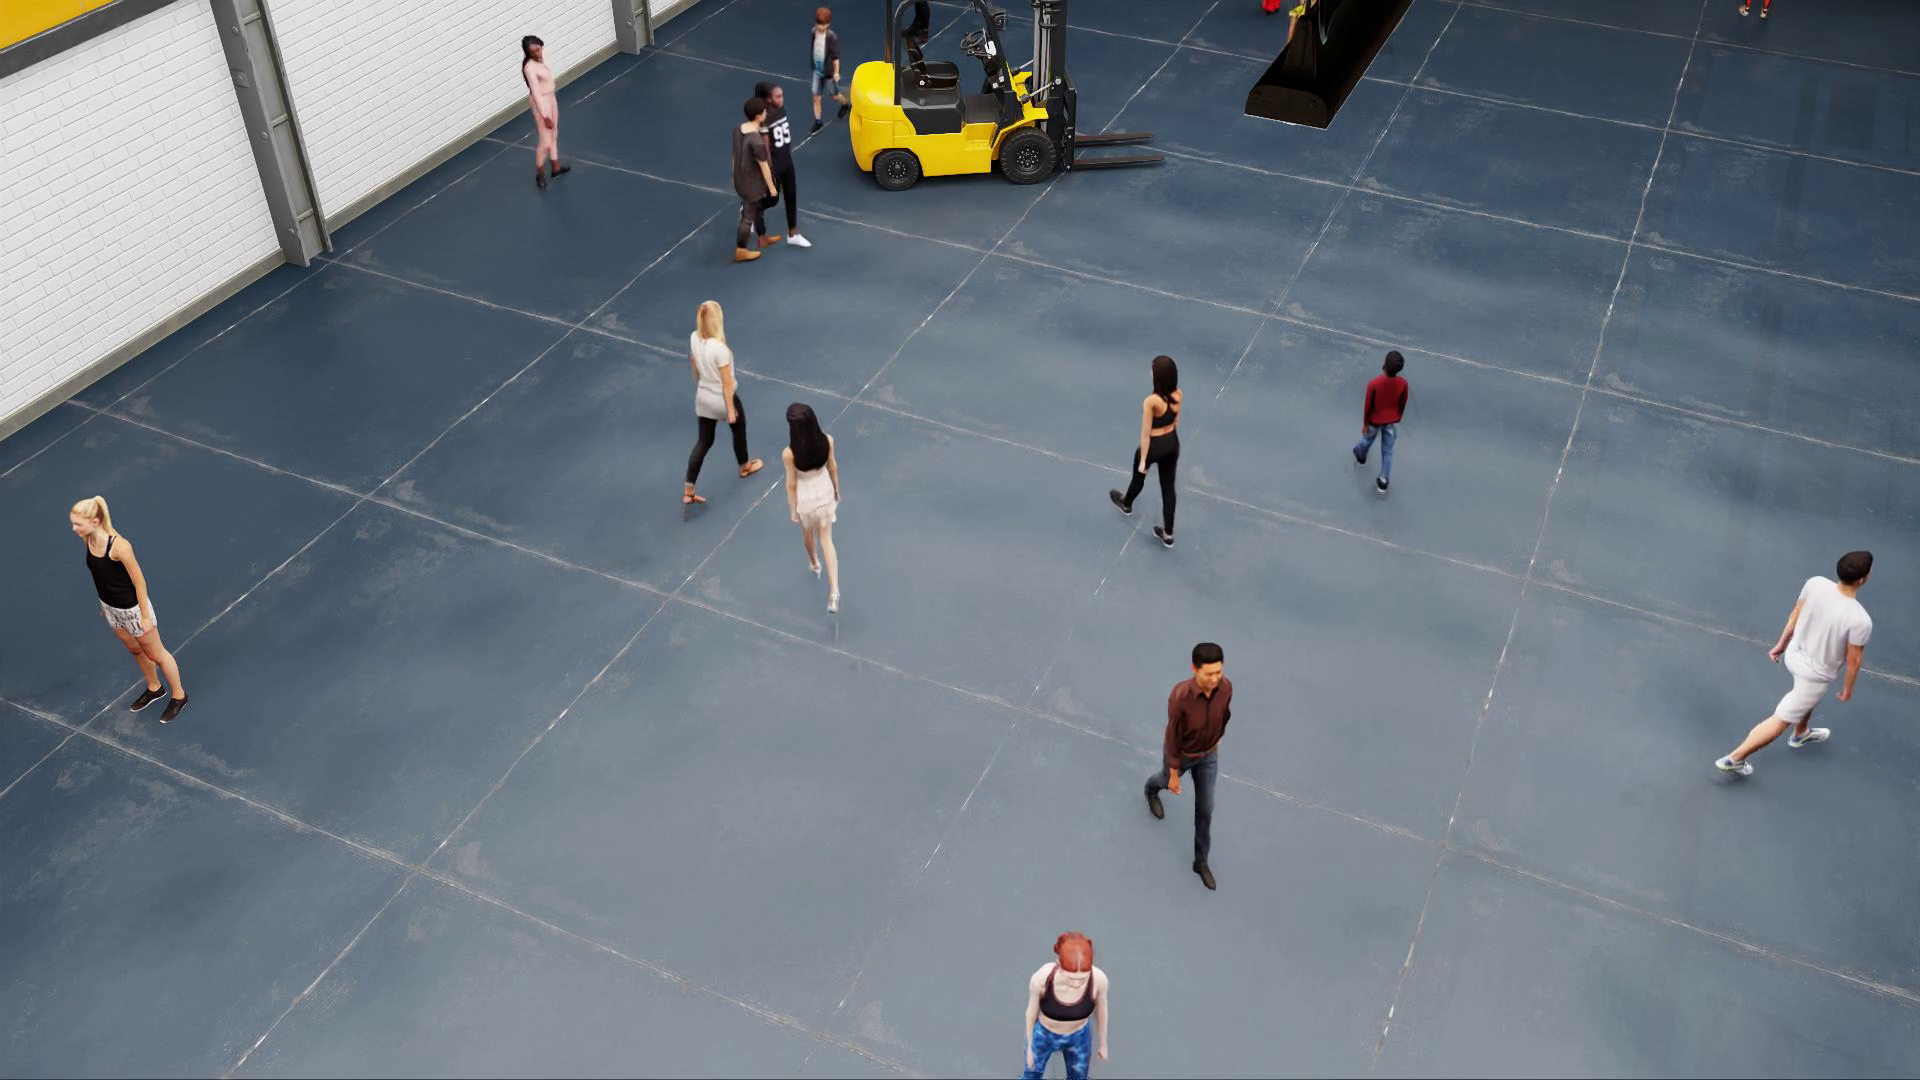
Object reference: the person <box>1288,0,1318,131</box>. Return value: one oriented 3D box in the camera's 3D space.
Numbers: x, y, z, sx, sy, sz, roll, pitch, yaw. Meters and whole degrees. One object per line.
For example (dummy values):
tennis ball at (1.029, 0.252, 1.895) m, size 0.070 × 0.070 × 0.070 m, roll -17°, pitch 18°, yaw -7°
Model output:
person at (3.978, -5.605, 19.114) m, size 0.938 × 1.639 × 1.126 m, roll 5°, pitch 39°, yaw 6°

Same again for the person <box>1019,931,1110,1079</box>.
person at (0.529, 2.629, 8.696) m, size 0.788 × 1.774 × 0.804 m, roll -1°, pitch 39°, yaw -2°

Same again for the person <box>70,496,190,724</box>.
person at (-5.693, 0.440, 11.370) m, size 0.595 × 1.846 × 0.521 m, roll 17°, pitch 42°, yaw 20°

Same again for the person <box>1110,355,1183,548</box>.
person at (1.590, -0.647, 12.917) m, size 0.996 × 1.615 × 0.988 m, roll -19°, pitch 42°, yaw -22°

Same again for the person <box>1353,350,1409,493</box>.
person at (3.481, -0.958, 13.612) m, size 0.760 × 1.234 × 0.950 m, roll -1°, pitch 39°, yaw -2°

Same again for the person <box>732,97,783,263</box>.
person at (-2.149, -3.538, 16.480) m, size 0.958 × 1.686 × 0.869 m, roll -21°, pitch 43°, yaw -24°

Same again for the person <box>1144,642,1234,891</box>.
person at (1.386, 1.282, 10.400) m, size 1.131 × 1.741 × 1.208 m, roll -12°, pitch 40°, yaw -14°

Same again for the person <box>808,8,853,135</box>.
person at (-1.495, -5.393, 19.013) m, size 0.593 × 1.424 × 0.945 m, roll 21°, pitch 43°, yaw 24°

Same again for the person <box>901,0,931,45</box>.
person at (-0.529, -7.179, 20.965) m, size 0.783 × 1.777 × 0.714 m, roll -11°, pitch 40°, yaw -13°

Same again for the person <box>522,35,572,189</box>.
person at (-4.468, -4.674, 17.894) m, size 0.863 × 1.695 × 0.662 m, roll -7°, pitch 39°, yaw -9°

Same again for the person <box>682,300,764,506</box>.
person at (-2.015, -1.056, 13.290) m, size 0.751 × 1.789 × 1.190 m, roll 23°, pitch 44°, yaw 26°

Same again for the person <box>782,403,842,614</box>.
person at (-1.048, -0.220, 12.310) m, size 1.021 × 1.704 × 1.069 m, roll -12°, pitch 40°, yaw -15°

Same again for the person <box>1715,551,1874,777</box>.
person at (5.493, 0.850, 10.884) m, size 1.275 × 1.812 × 1.254 m, roll -11°, pitch 40°, yaw -13°

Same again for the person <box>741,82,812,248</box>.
person at (-1.915, -3.776, 16.756) m, size 0.731 × 1.714 × 0.976 m, roll 19°, pitch 42°, yaw 23°
